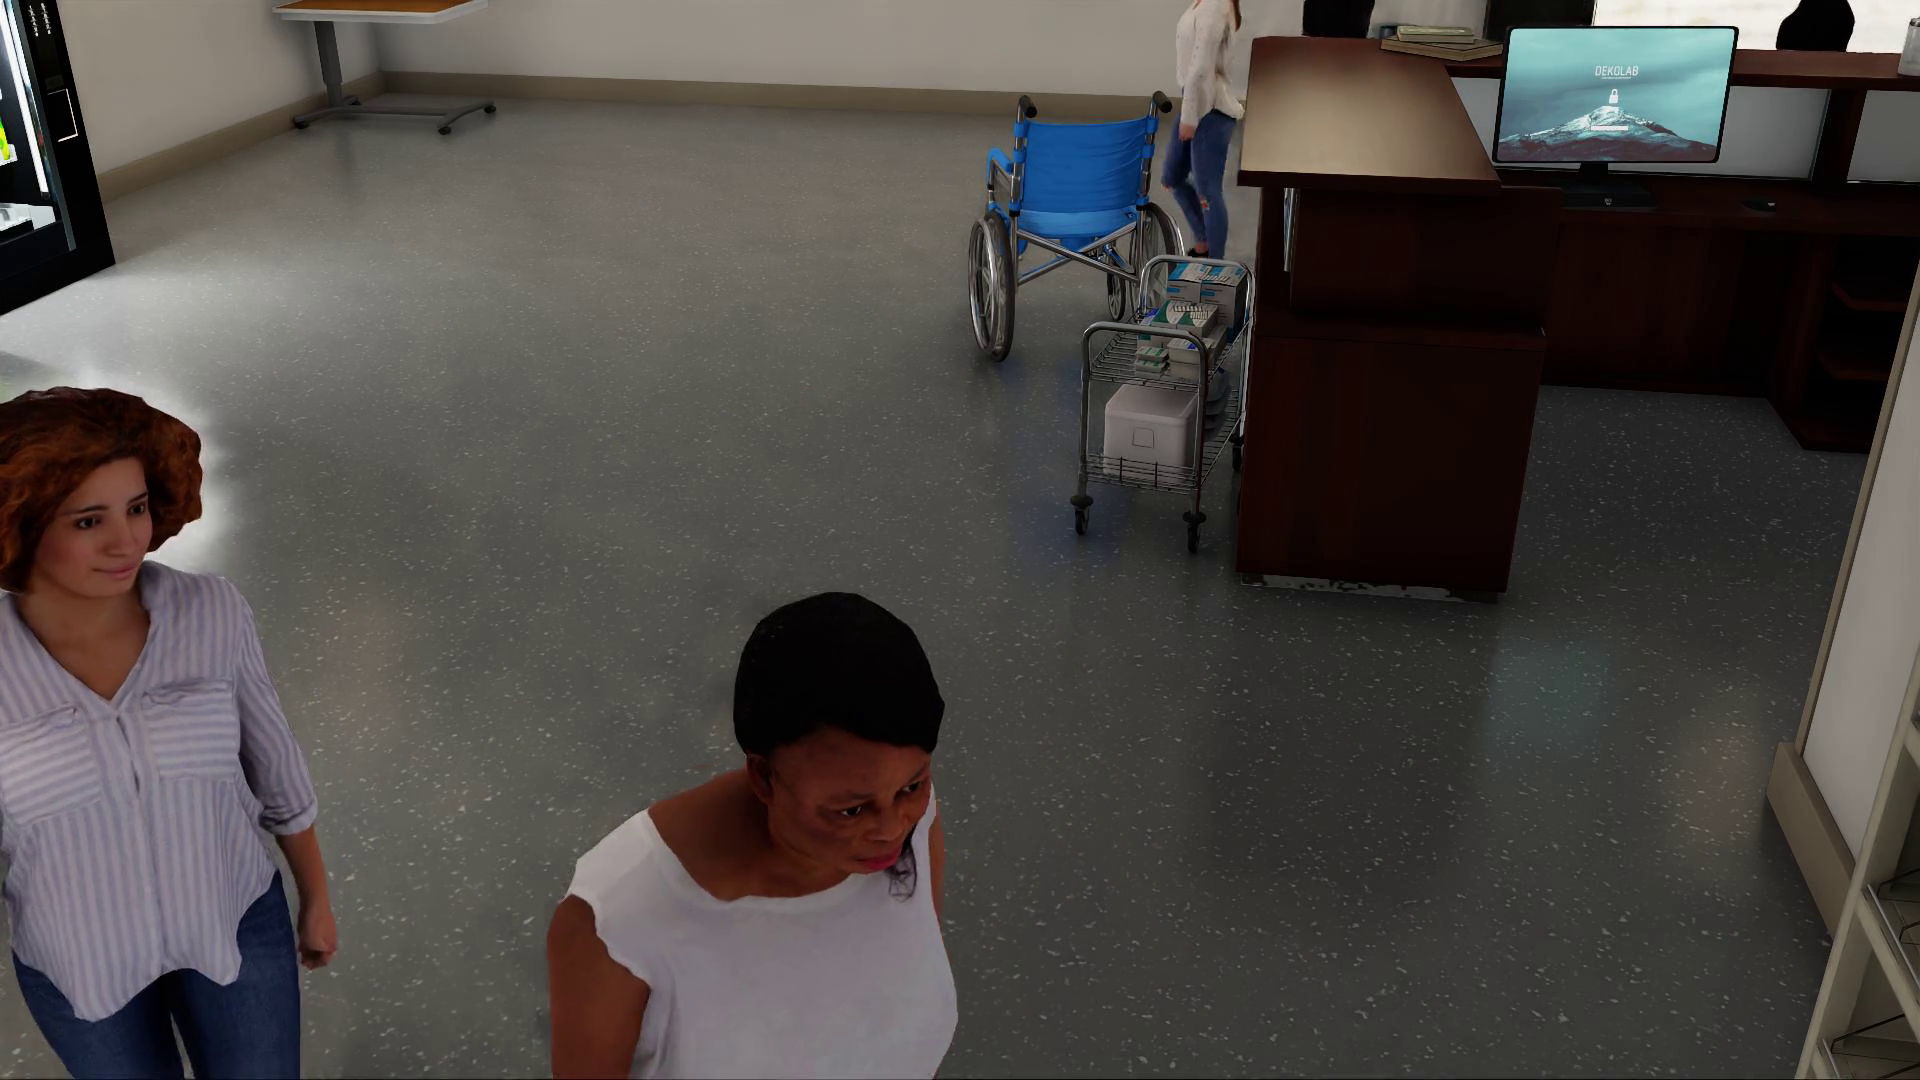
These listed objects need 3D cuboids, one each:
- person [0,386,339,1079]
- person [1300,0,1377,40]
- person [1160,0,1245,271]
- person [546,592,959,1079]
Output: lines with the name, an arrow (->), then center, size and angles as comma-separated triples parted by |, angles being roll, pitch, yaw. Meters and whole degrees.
person -> -1.216, 0.543, 2.516 | 0.906, 1.680, 0.974 | -10, 28, -20
person -> 2.091, -2.753, 9.094 | 0.870, 1.902, 0.810 | -17, 30, -31
person -> 1.233, -1.974, 7.735 | 0.713, 1.679, 0.556 | 2, 26, 4
person -> -0.273, 0.783, 2.070 | 1.138, 1.635, 1.201 | 23, 34, 39
